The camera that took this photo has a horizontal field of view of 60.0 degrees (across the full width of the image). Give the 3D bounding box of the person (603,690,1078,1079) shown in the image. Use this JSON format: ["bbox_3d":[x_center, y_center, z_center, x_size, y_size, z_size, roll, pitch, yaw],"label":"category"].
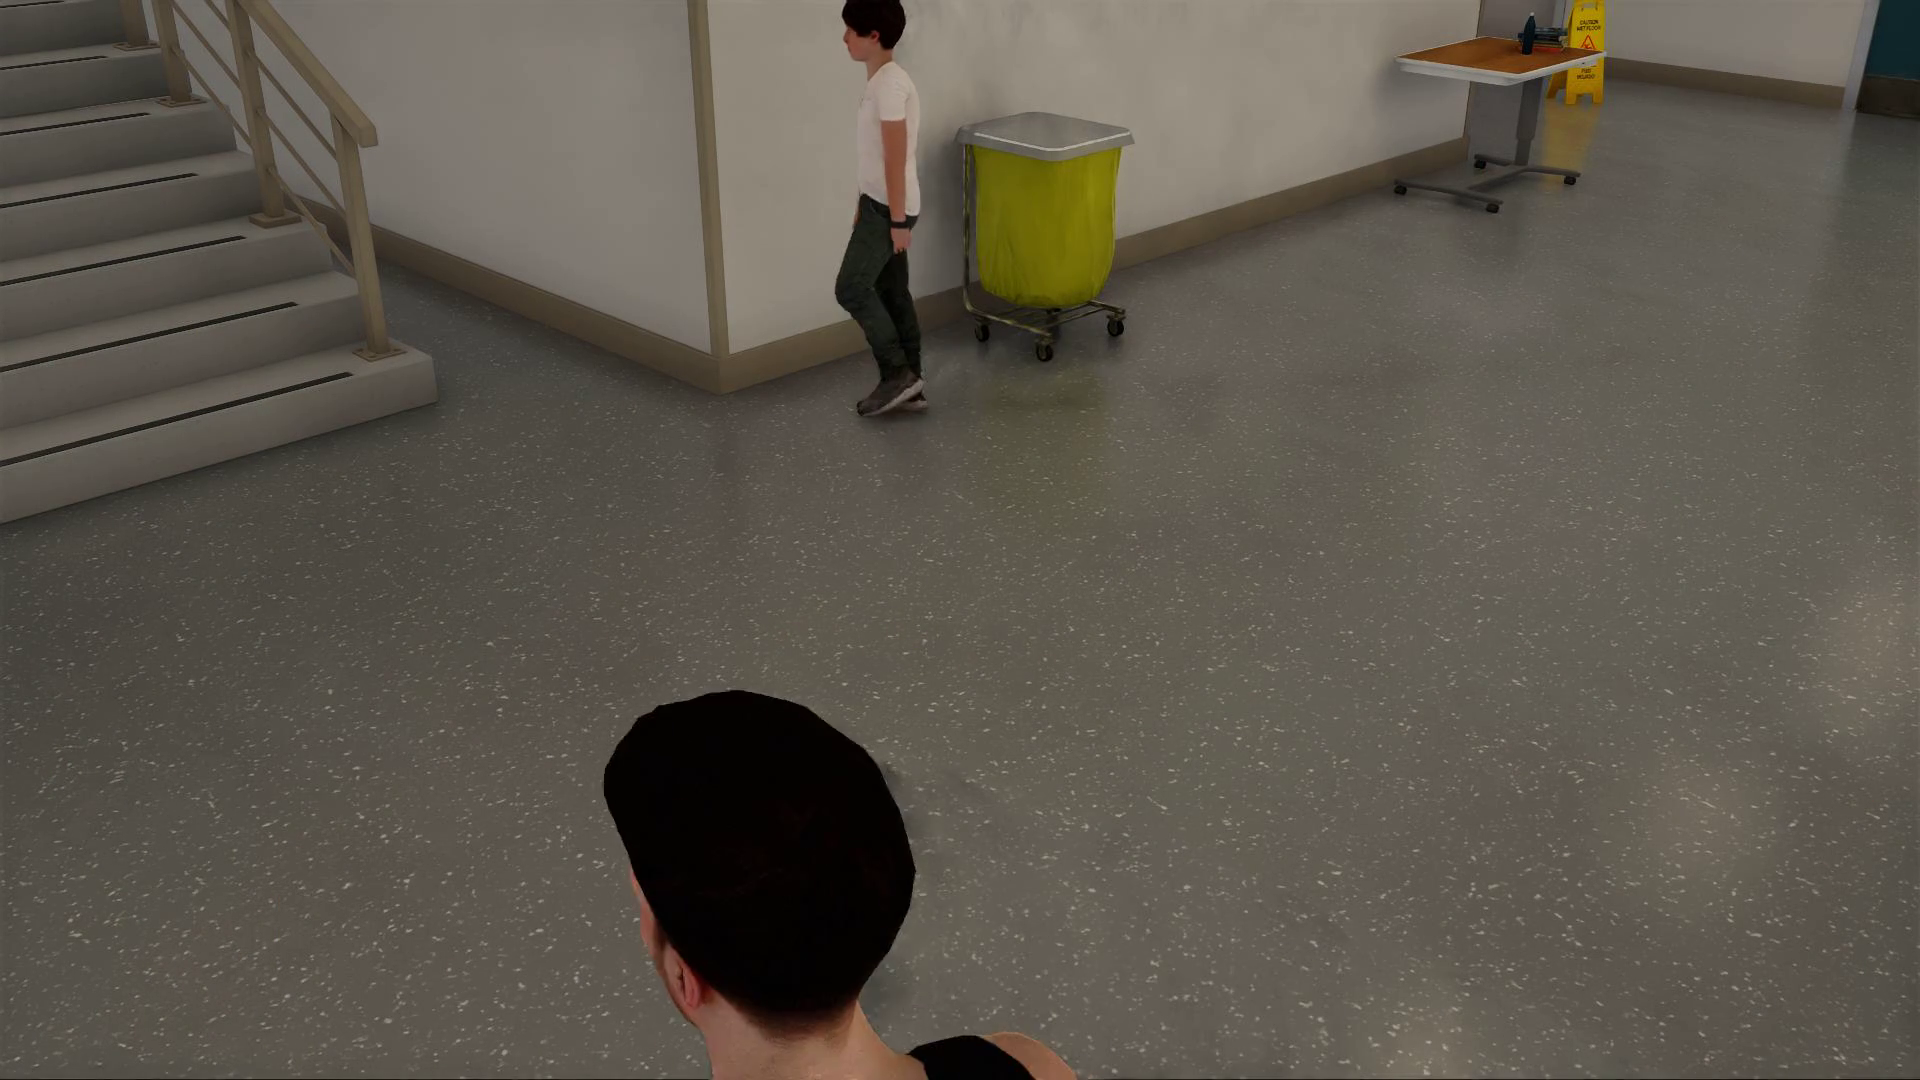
[{"bbox_3d":[-0.057,1.001,1.491,0.748,1.885,0.753,-19,32,-34],"label":"person"}]

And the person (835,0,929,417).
[{"bbox_3d":[-0.207,-1.284,6.508,0.775,1.644,0.699,-6,26,-11],"label":"person"}]
